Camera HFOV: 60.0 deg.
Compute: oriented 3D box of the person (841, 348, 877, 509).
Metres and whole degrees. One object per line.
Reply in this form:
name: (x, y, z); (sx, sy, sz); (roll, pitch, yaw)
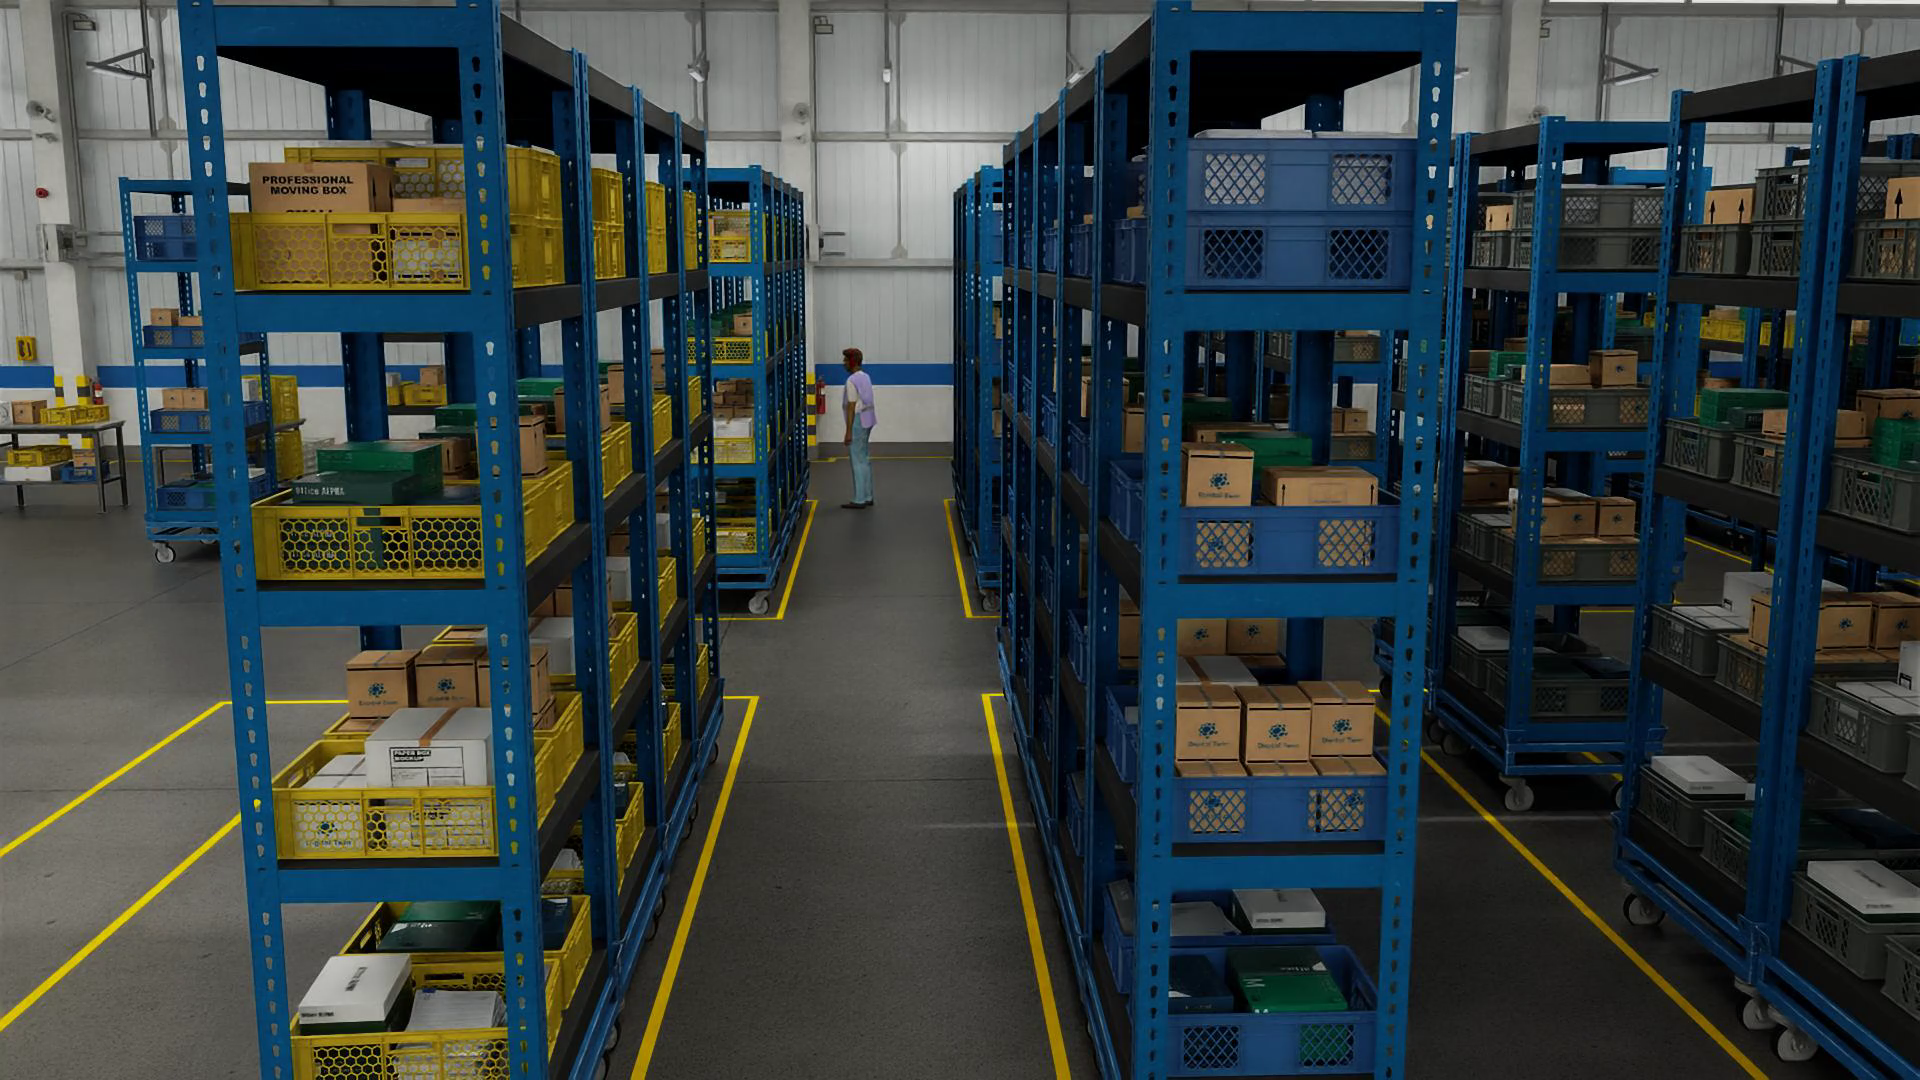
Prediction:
person: (-1.152, -1.271, 19.014); (0.388, 1.837, 0.560); (2, 10, 13)
